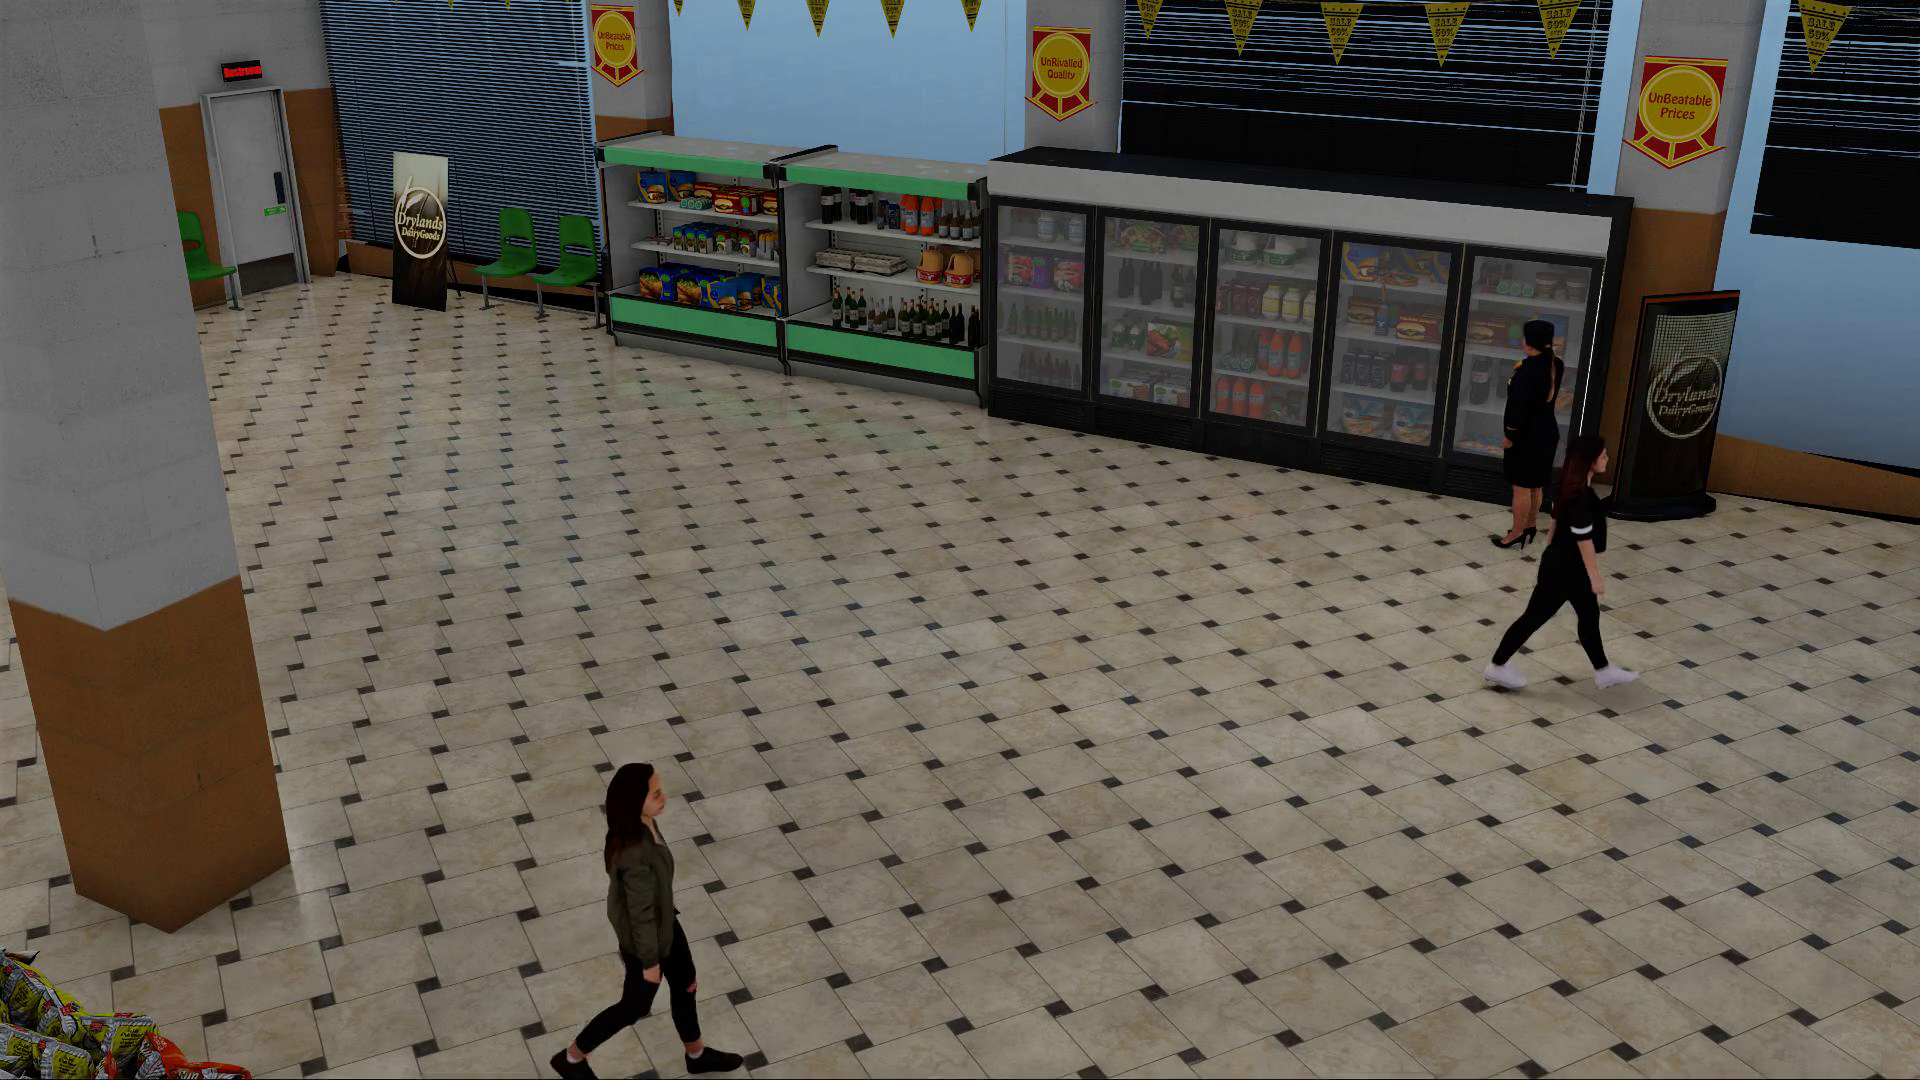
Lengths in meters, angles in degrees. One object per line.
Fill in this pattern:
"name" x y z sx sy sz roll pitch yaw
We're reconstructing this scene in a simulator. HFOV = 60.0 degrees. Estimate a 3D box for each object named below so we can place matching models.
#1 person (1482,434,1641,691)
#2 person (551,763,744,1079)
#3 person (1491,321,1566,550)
"person" 3.453 0.185 9.720 1.190 1.588 0.830 5 22 12
"person" -1.297 1.550 6.508 1.074 1.451 0.944 -2 22 -5
"person" 4.091 -0.743 11.921 0.769 1.669 0.739 -19 28 -38
